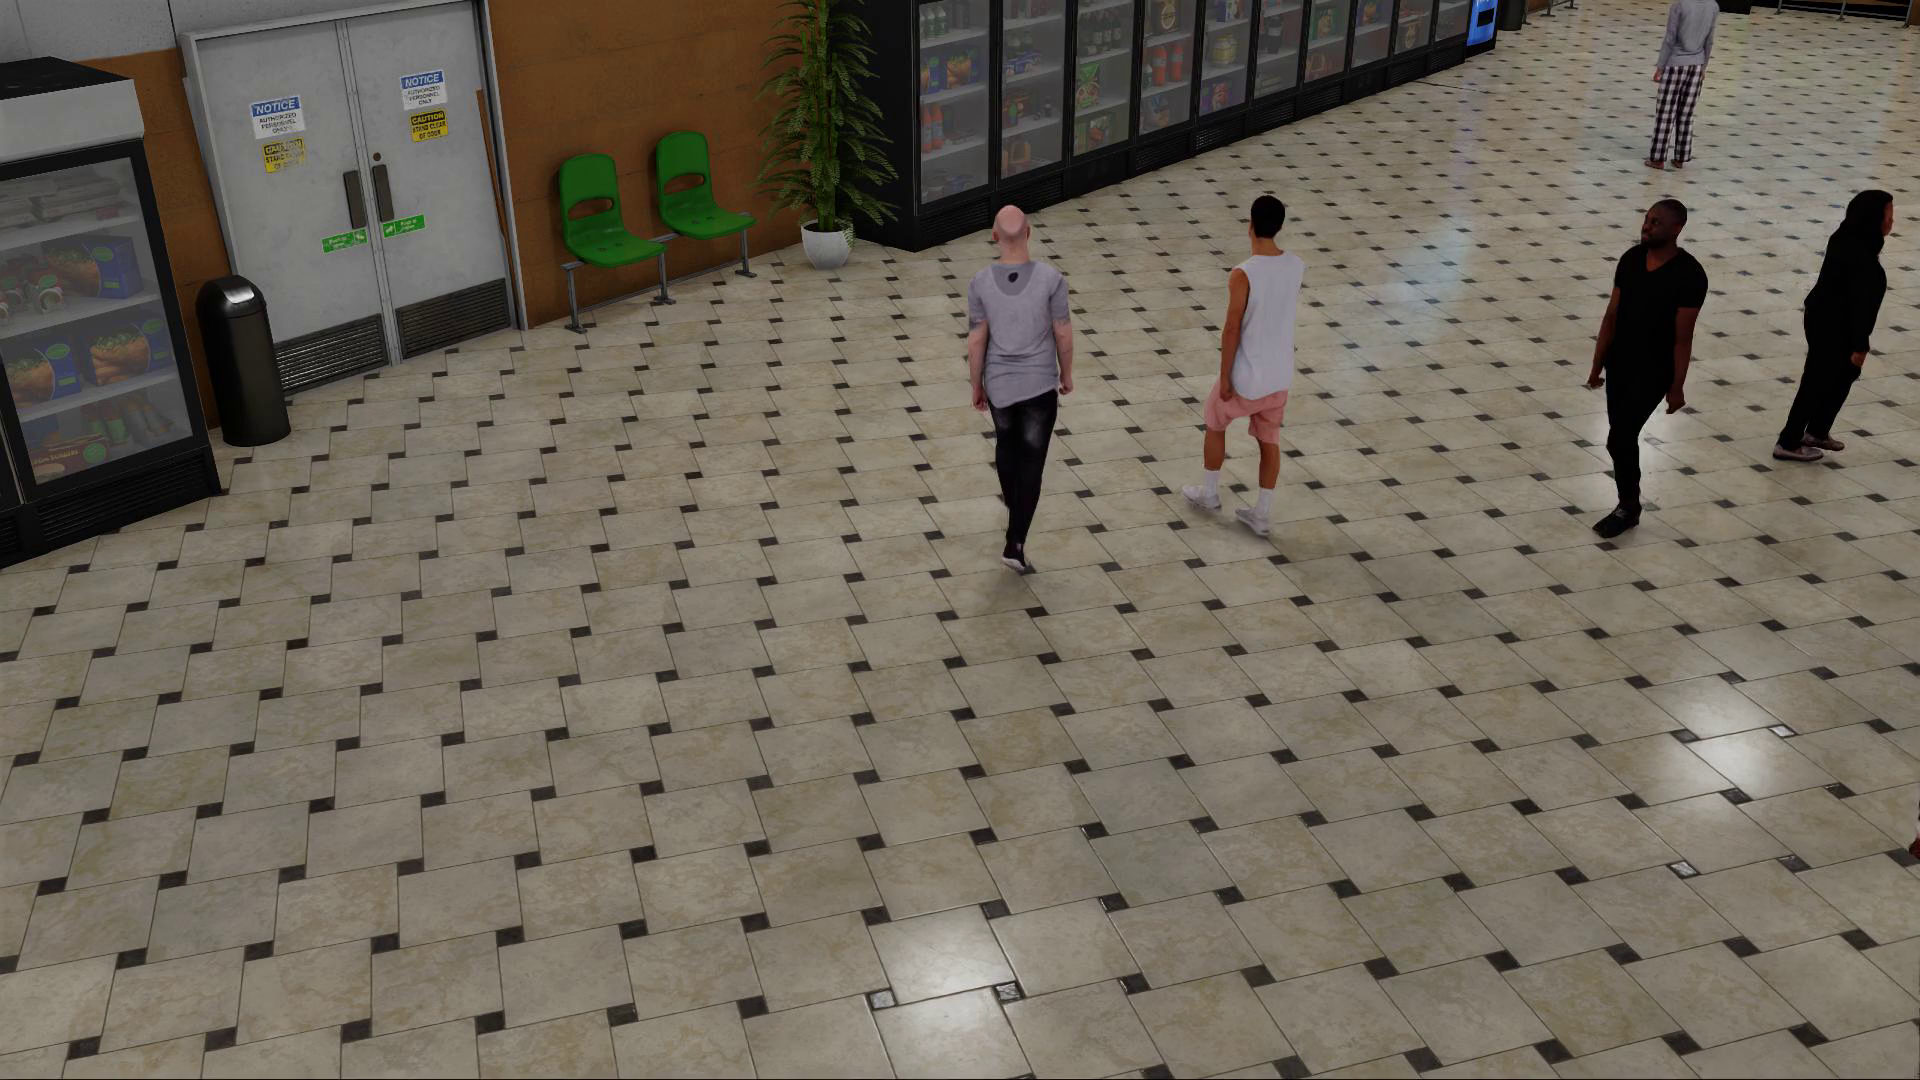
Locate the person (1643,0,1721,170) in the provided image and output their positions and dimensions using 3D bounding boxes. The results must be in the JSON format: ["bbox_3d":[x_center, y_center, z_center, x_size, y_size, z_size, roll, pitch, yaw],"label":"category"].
[{"bbox_3d":[6.738,-4.402,15.501,0.703,1.847,0.766,-3,27,-5],"label":"person"}]

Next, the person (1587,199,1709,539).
[{"bbox_3d":[3.576,-0.868,8.578,0.856,1.805,0.755,-12,29,-23],"label":"person"}]

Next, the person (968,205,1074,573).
[{"bbox_3d":[0.288,-0.720,8.297,1.264,1.796,1.088,8,28,14],"label":"person"}]

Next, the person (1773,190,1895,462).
[{"bbox_3d":[4.877,-1.193,9.443,0.800,1.604,0.781,6,28,12],"label":"person"}]

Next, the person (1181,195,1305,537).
[{"bbox_3d":[1.591,-0.842,8.592,0.839,1.747,0.961,-13,30,-23],"label":"person"}]
